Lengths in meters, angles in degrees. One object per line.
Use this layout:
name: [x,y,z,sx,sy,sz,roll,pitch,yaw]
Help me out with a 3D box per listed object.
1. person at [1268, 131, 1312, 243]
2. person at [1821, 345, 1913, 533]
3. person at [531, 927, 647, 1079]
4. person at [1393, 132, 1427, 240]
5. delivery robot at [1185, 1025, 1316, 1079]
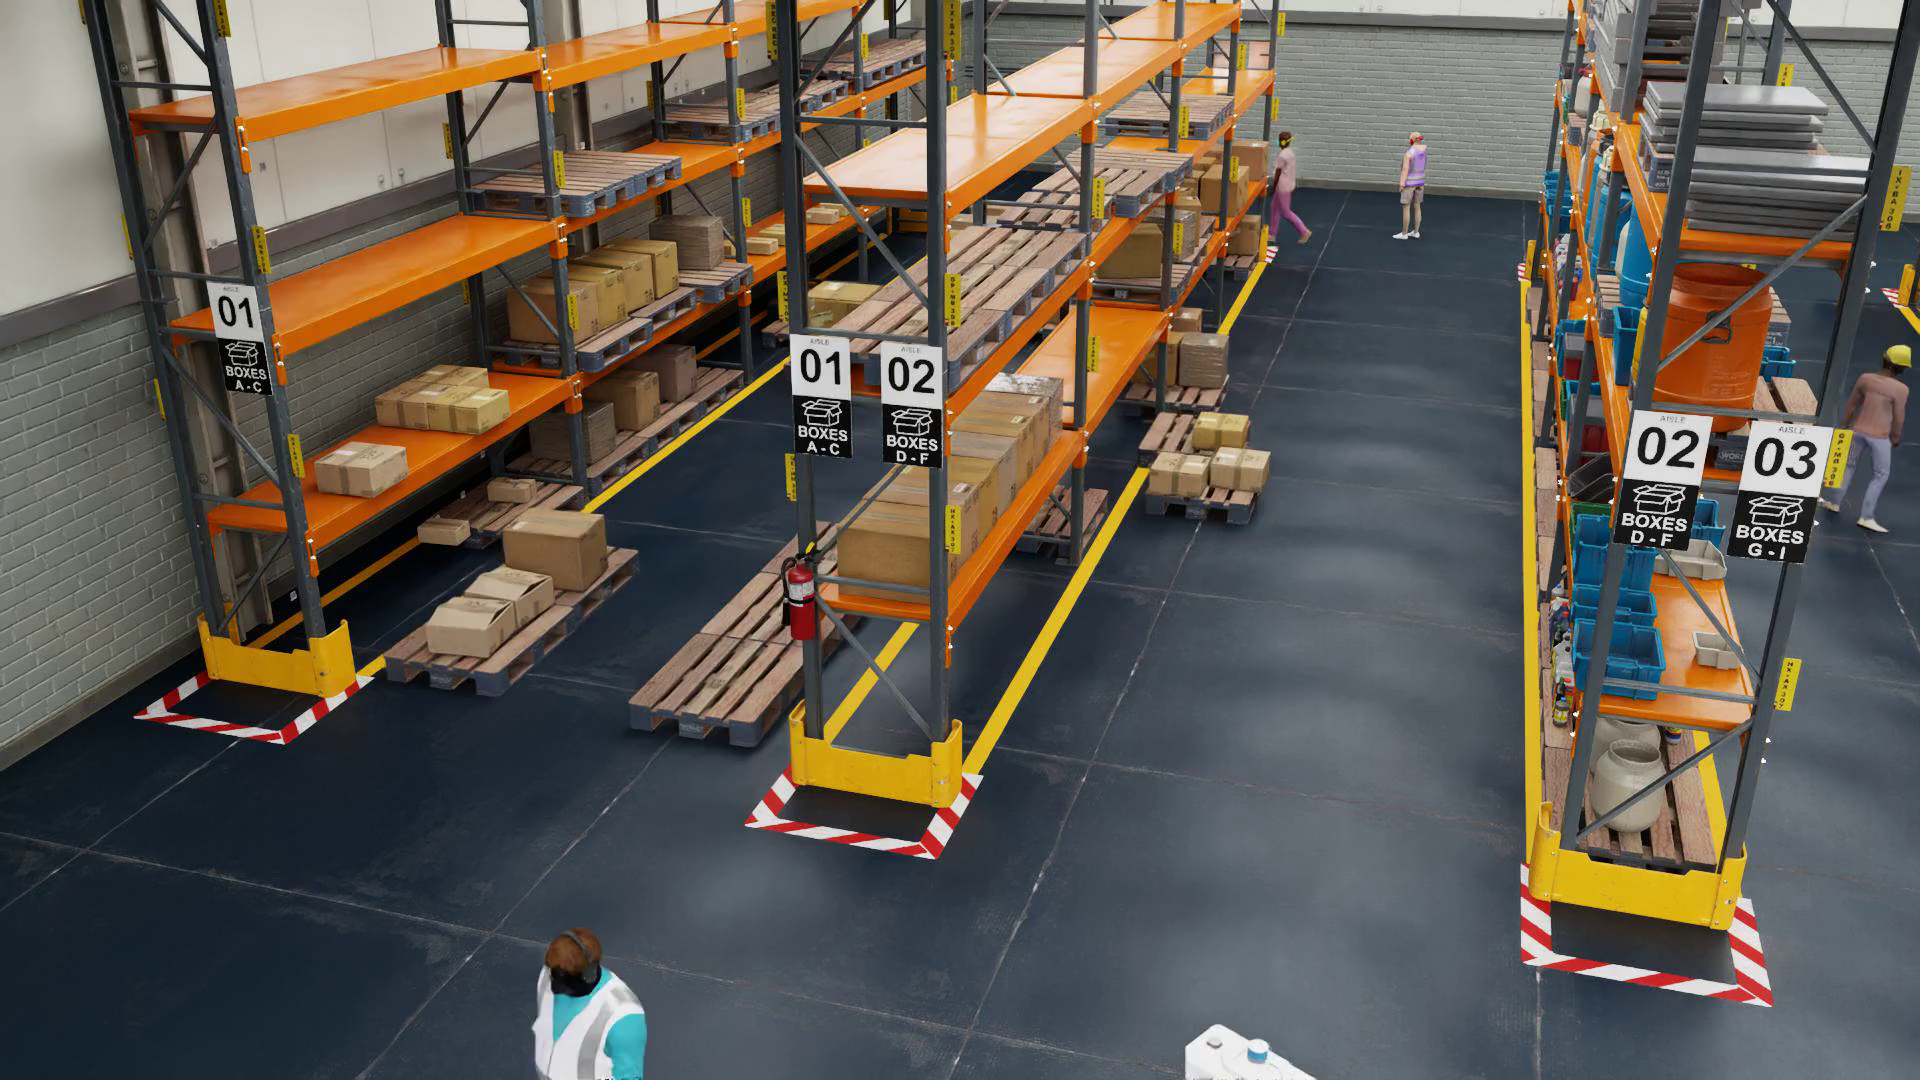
person: [5.156,-5.507,26.048,0.818,1.766,0.476,9,25,20]
person: [8.574,-1.000,15.657,0.343,1.746,0.752,-8,25,-18]
person: [-1.649,2.497,7.413,0.642,1.835,0.429,19,30,37]
person: [7.183,-5.622,26.420,0.488,1.688,0.350,-14,27,-29]
delivery robot: [1.470,2.766,8.370,0.747,0.572,0.499,21,31,40]
